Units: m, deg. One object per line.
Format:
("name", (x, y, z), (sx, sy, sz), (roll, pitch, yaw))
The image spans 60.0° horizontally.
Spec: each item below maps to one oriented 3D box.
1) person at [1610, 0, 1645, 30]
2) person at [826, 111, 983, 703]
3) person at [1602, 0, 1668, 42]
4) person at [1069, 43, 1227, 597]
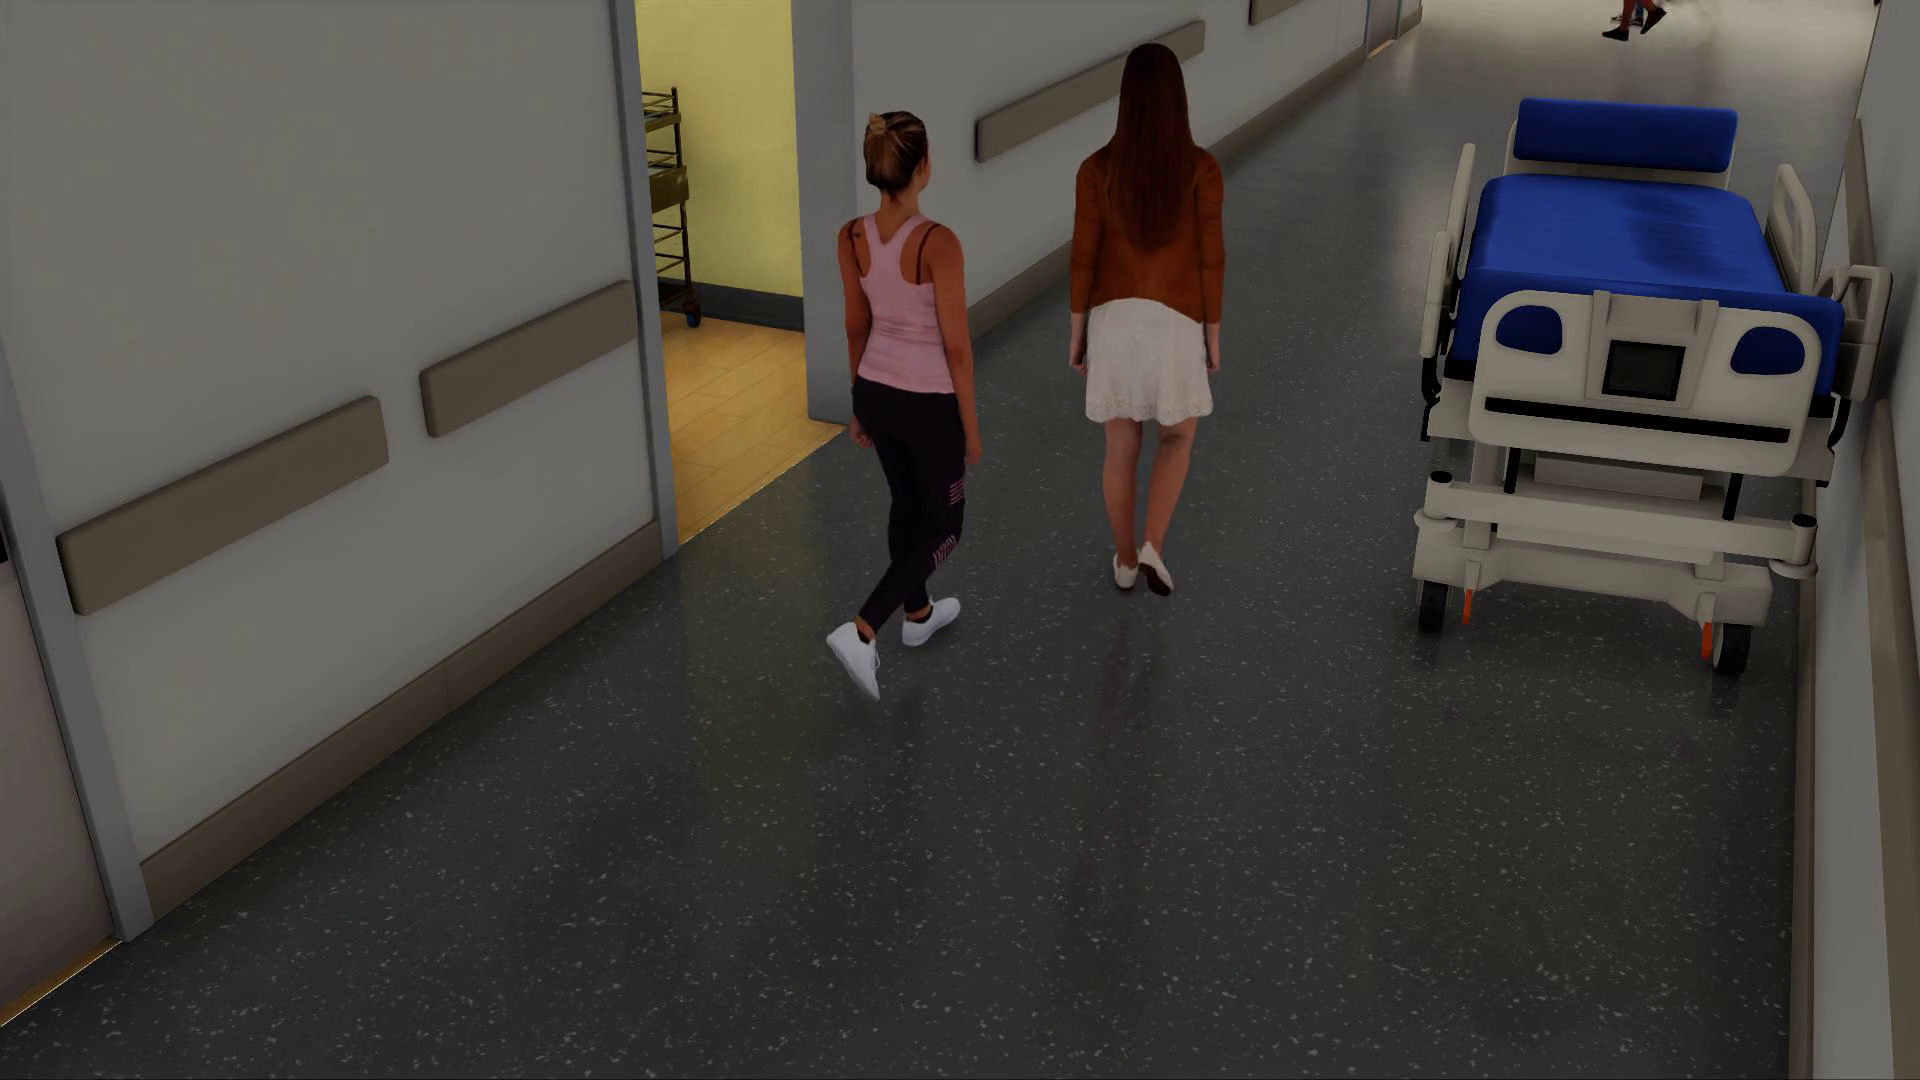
("person", (6.427, -5.413, 15.564), (0.625, 1.213, 0.579), (17, 31, 32))
("person", (-0.177, -0.338, 4.567), (0.927, 1.624, 0.763), (19, 31, 33))
("person", (6.106, -5.285, 14.717), (0.906, 1.716, 0.776), (23, 34, 39))
("person", (0.554, -0.583, 4.971), (0.790, 1.713, 0.782), (5, 26, 11))
